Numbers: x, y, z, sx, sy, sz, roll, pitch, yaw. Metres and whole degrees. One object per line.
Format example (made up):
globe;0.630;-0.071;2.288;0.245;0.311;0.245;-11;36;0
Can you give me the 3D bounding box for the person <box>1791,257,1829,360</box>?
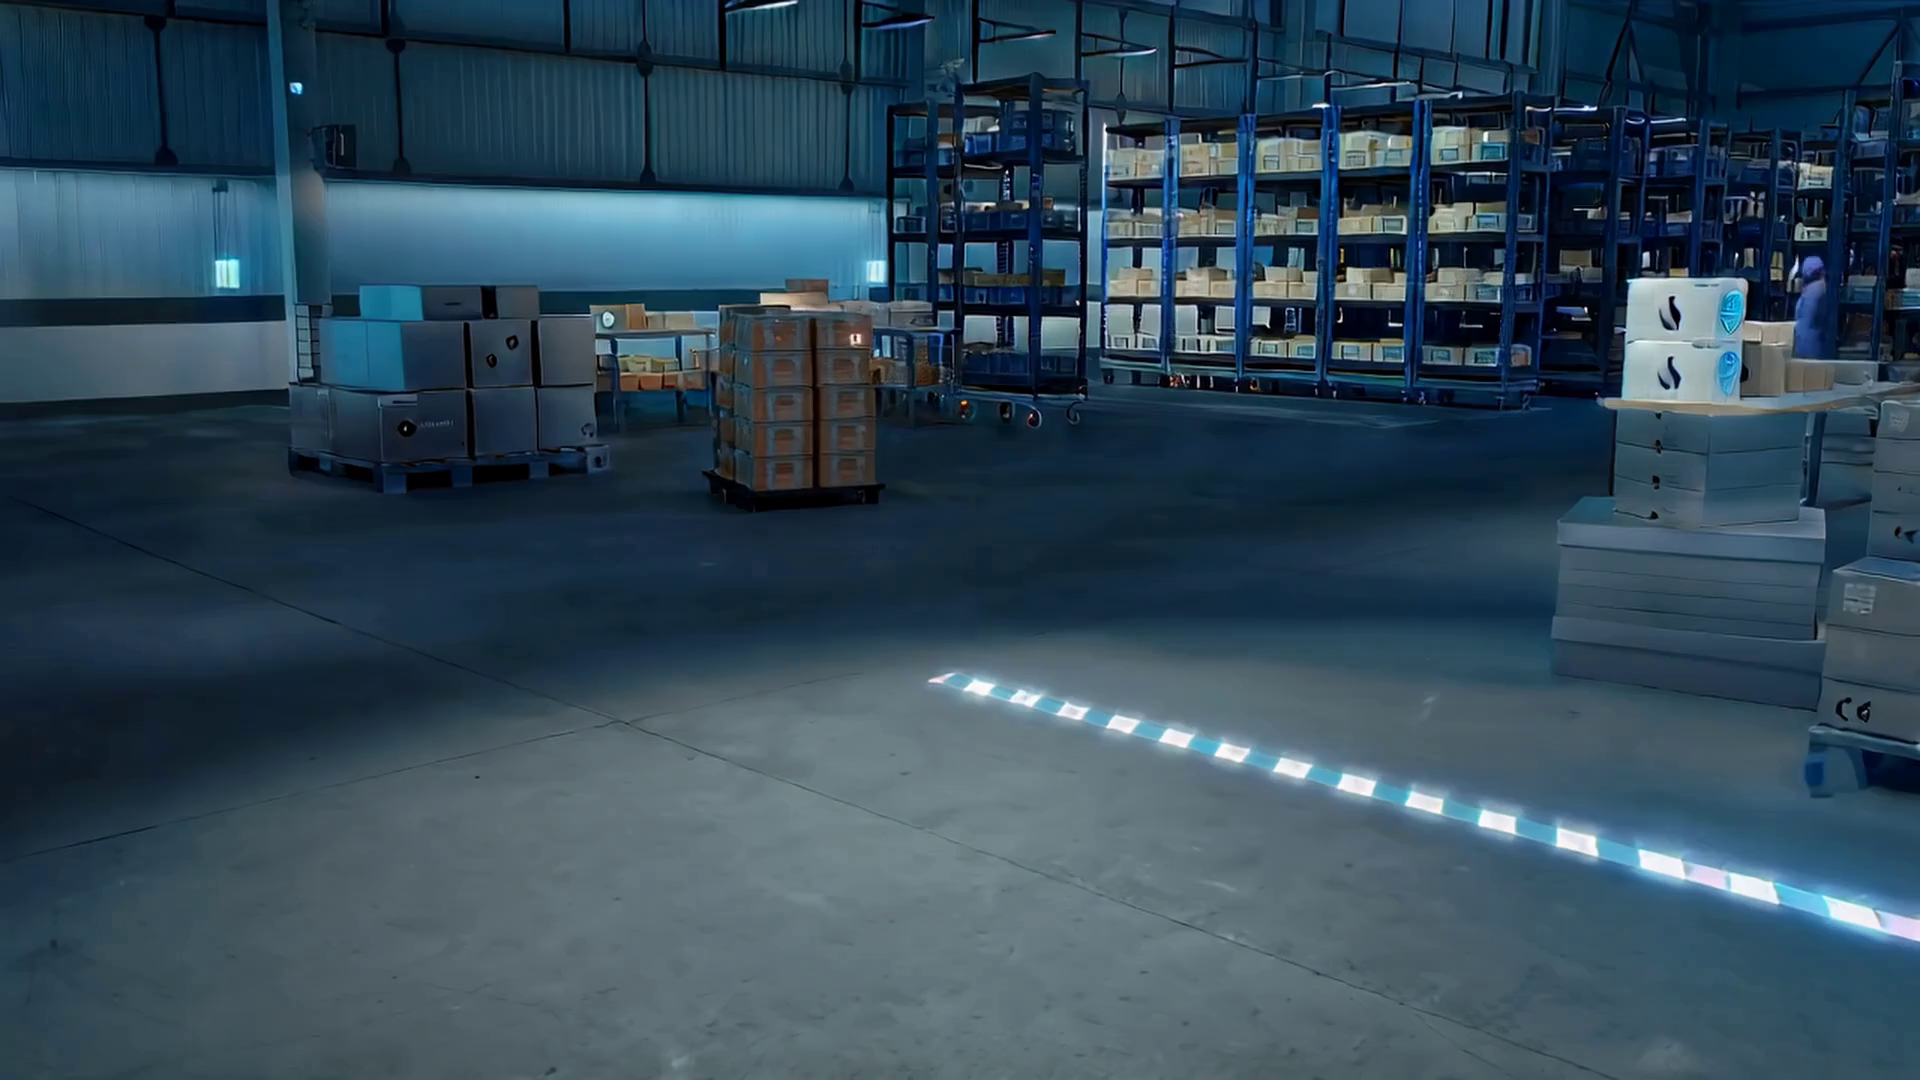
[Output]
person;10.285;-2.532;20.155;0.944;1.779;0.603;4;10;23
